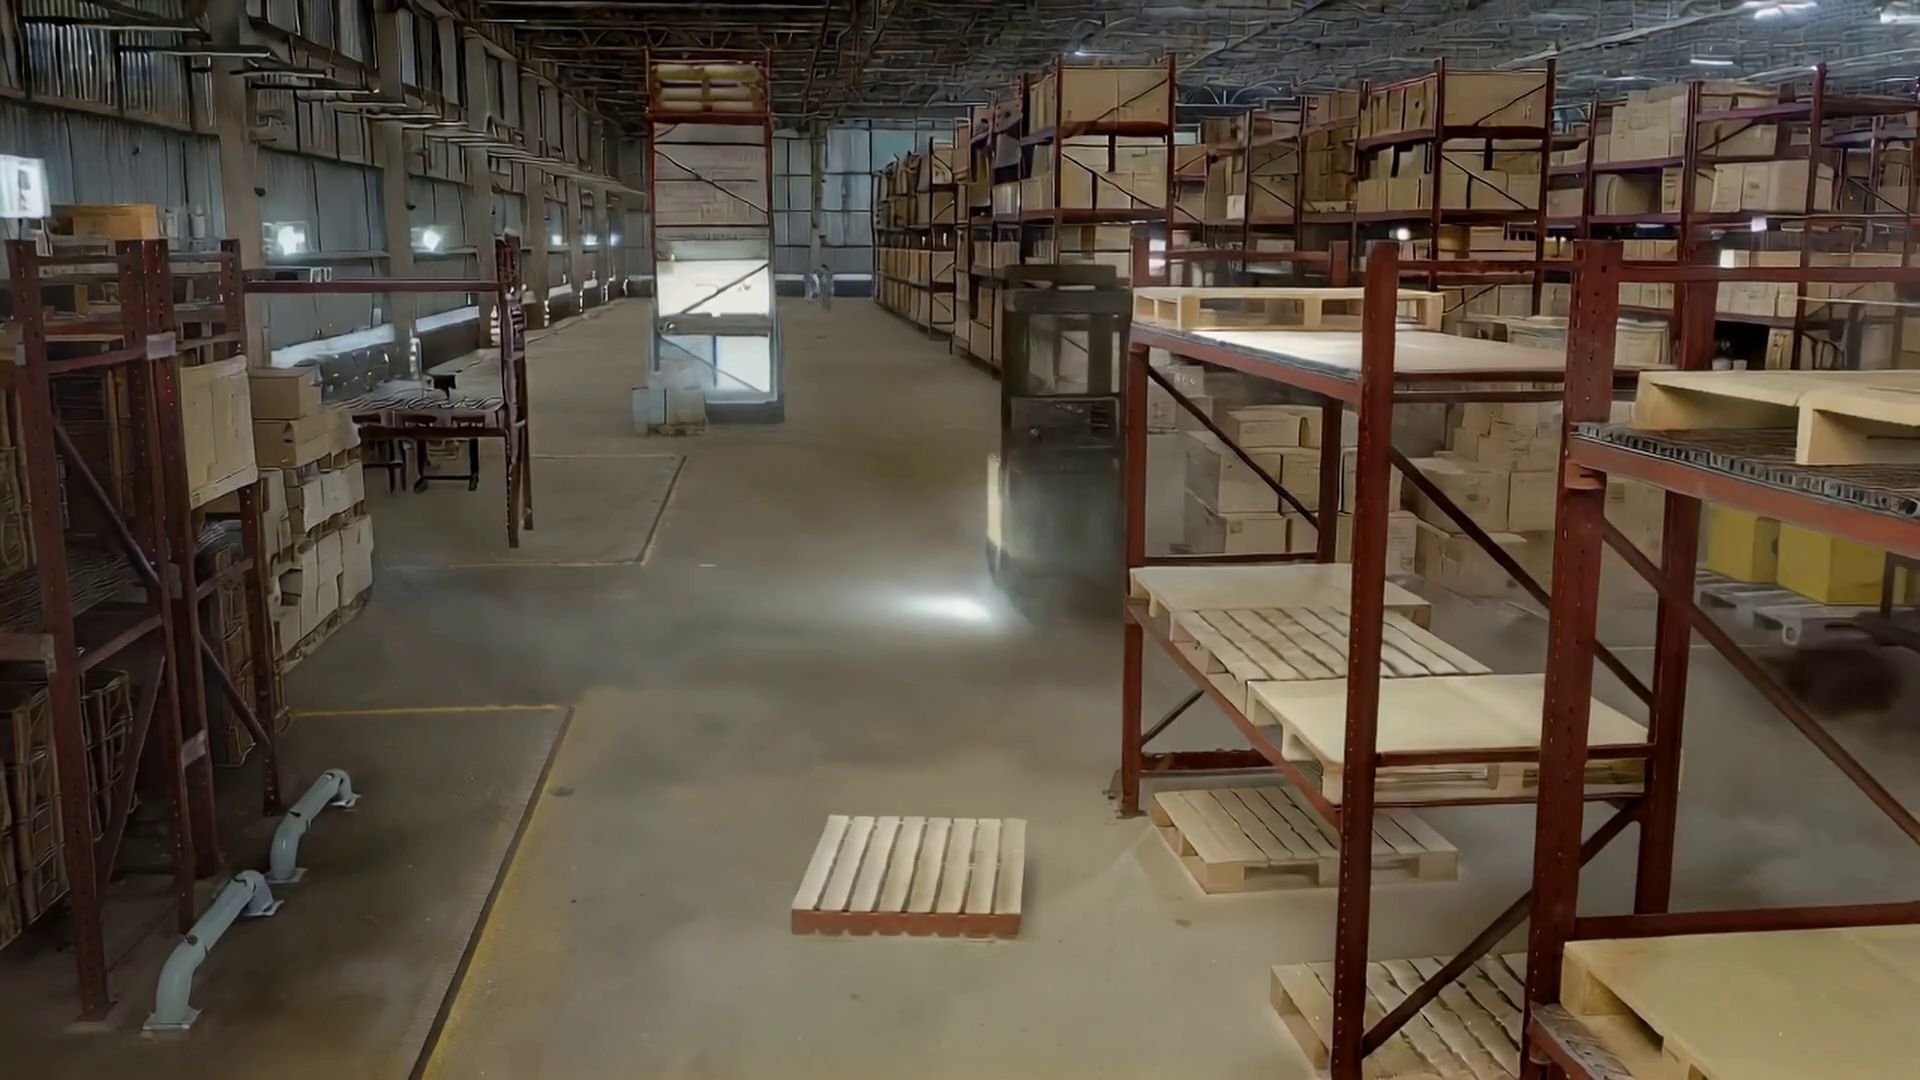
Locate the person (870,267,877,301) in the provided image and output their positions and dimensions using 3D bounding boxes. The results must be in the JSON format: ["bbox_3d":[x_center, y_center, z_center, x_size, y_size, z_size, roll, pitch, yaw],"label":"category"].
[{"bbox_3d":[-4.090,-12.358,80.560,0.398,1.737,0.590,-5,11,-24],"label":"person"}]

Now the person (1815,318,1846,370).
[{"bbox_3d":[12.639,-2.275,24.240,0.386,1.910,0.592,7,12,33],"label":"person"}]

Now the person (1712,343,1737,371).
[{"bbox_3d":[10.773,-2.009,23.704,0.781,1.572,0.535,0,10,2],"label":"person"}]

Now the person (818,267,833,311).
[{"bbox_3d":[-5.764,-10.743,71.263,0.661,1.880,0.893,-1,10,-6],"label":"person"}]

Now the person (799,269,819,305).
[{"bbox_3d":[-7.098,-11.921,78.278,0.934,1.680,0.498,-1,10,-7],"label":"person"}]

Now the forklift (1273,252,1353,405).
[{"bbox_3d":[6.114,-3.482,28.225,1.129,2.768,1.873,-1,10,-6],"label":"forklift"}]

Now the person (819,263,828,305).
[{"bbox_3d":[-6.314,-11.913,77.496,0.452,1.961,0.622,-3,11,-15],"label":"person"}]

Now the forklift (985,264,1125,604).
[{"bbox_3d":[0.852,-1.000,14.472,1.129,2.768,1.873,-1,10,-6],"label":"forklift"}]

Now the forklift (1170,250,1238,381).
[{"bbox_3d":[5.245,-4.883,35.989,1.129,2.768,1.873,-1,10,-6],"label":"forklift"}]

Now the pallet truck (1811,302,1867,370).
[{"bbox_3d":[15.846,-3.142,28.793,1.885,1.965,0.823,2,10,12],"label":"pallet truck"}]

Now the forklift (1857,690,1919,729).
[{"bbox_3d":[6.429,-0.120,9.599,1.129,2.768,1.873,-1,10,-6],"label":"forklift"}]
